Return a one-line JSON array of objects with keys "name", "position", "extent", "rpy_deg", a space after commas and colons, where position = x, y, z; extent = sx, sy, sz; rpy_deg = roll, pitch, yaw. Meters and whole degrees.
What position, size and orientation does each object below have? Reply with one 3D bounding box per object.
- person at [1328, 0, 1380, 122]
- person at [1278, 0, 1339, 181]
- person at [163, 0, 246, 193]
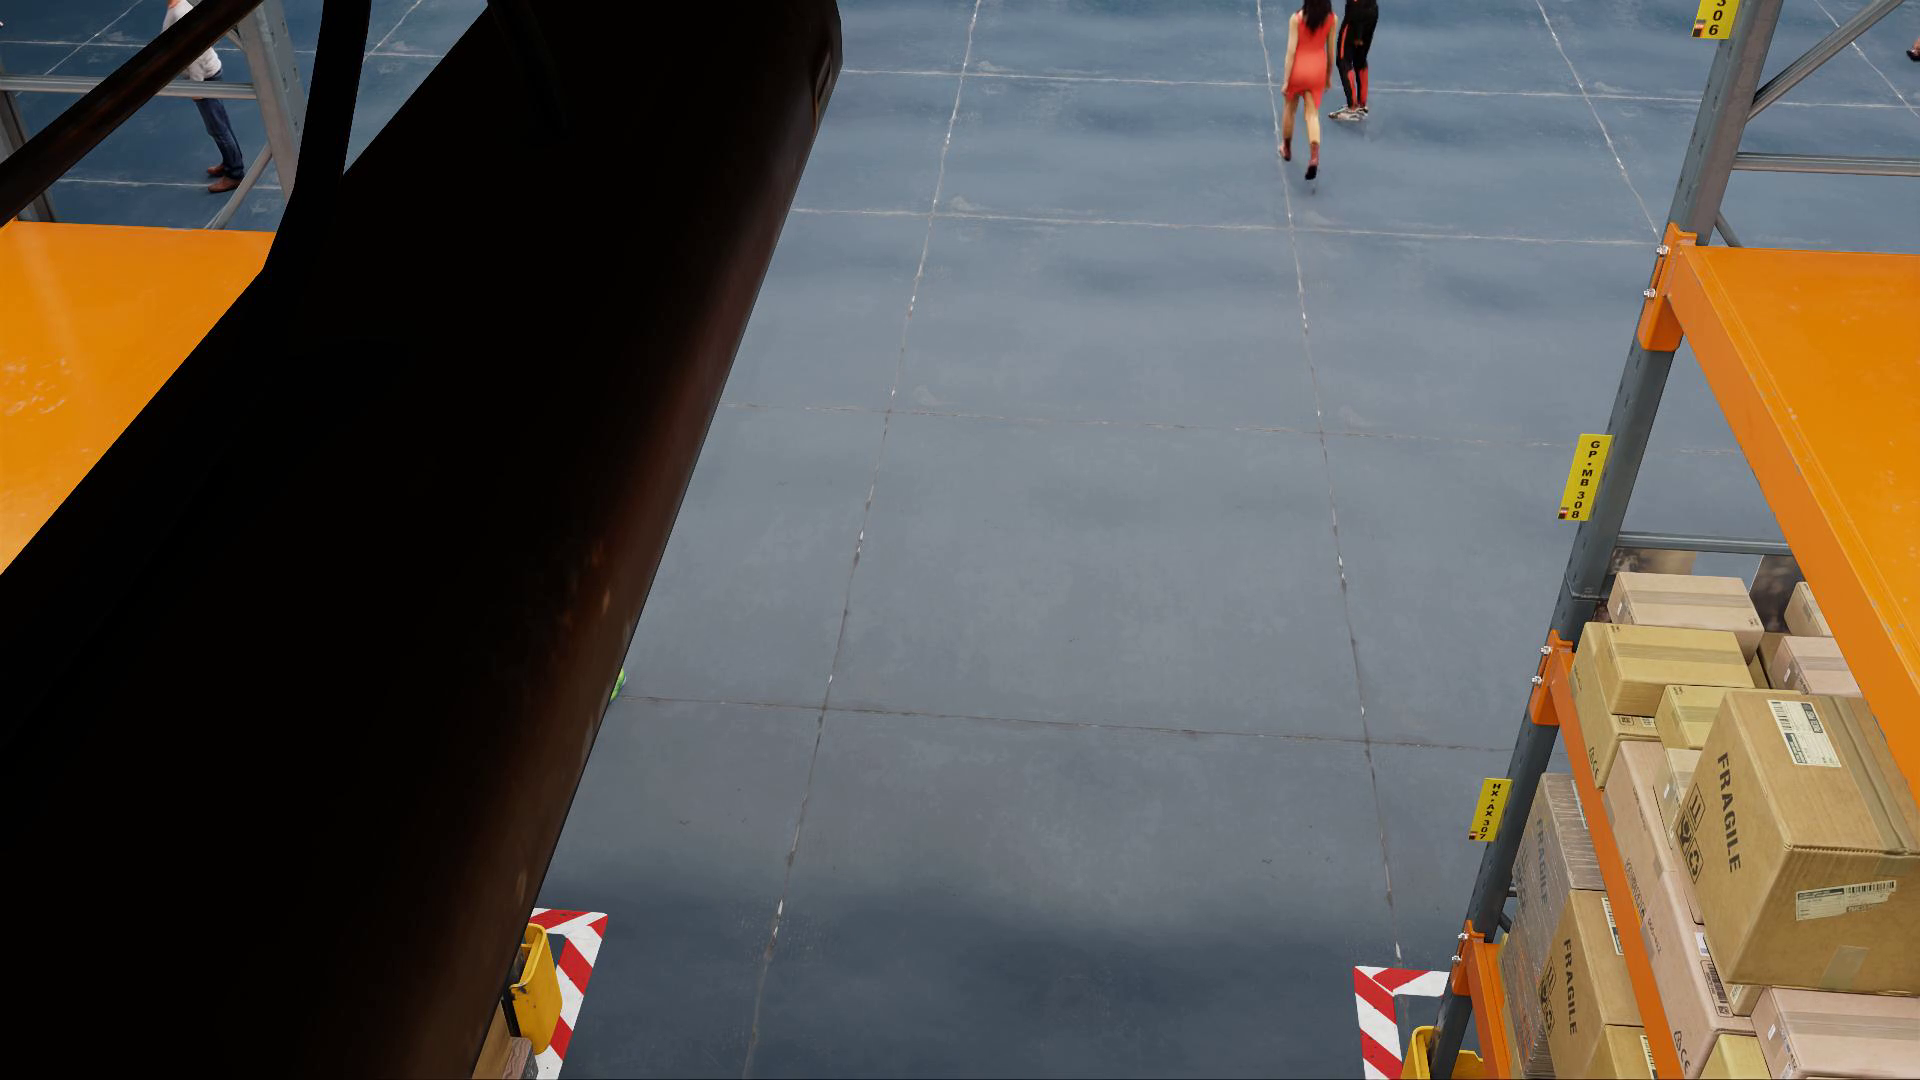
[{"name": "person", "position": [3.658, -4.655, 15.007], "extent": [0.880, 1.774, 0.785], "rpy_deg": [17, 41, 20]}, {"name": "person", "position": [2.958, -3.889, 14.092], "extent": [0.726, 1.696, 1.112], "rpy_deg": [-3, 38, -4]}, {"name": "person", "position": [-6.344, -3.885, 13.912], "extent": [0.879, 1.911, 0.731], "rpy_deg": [-12, 40, -15]}]
